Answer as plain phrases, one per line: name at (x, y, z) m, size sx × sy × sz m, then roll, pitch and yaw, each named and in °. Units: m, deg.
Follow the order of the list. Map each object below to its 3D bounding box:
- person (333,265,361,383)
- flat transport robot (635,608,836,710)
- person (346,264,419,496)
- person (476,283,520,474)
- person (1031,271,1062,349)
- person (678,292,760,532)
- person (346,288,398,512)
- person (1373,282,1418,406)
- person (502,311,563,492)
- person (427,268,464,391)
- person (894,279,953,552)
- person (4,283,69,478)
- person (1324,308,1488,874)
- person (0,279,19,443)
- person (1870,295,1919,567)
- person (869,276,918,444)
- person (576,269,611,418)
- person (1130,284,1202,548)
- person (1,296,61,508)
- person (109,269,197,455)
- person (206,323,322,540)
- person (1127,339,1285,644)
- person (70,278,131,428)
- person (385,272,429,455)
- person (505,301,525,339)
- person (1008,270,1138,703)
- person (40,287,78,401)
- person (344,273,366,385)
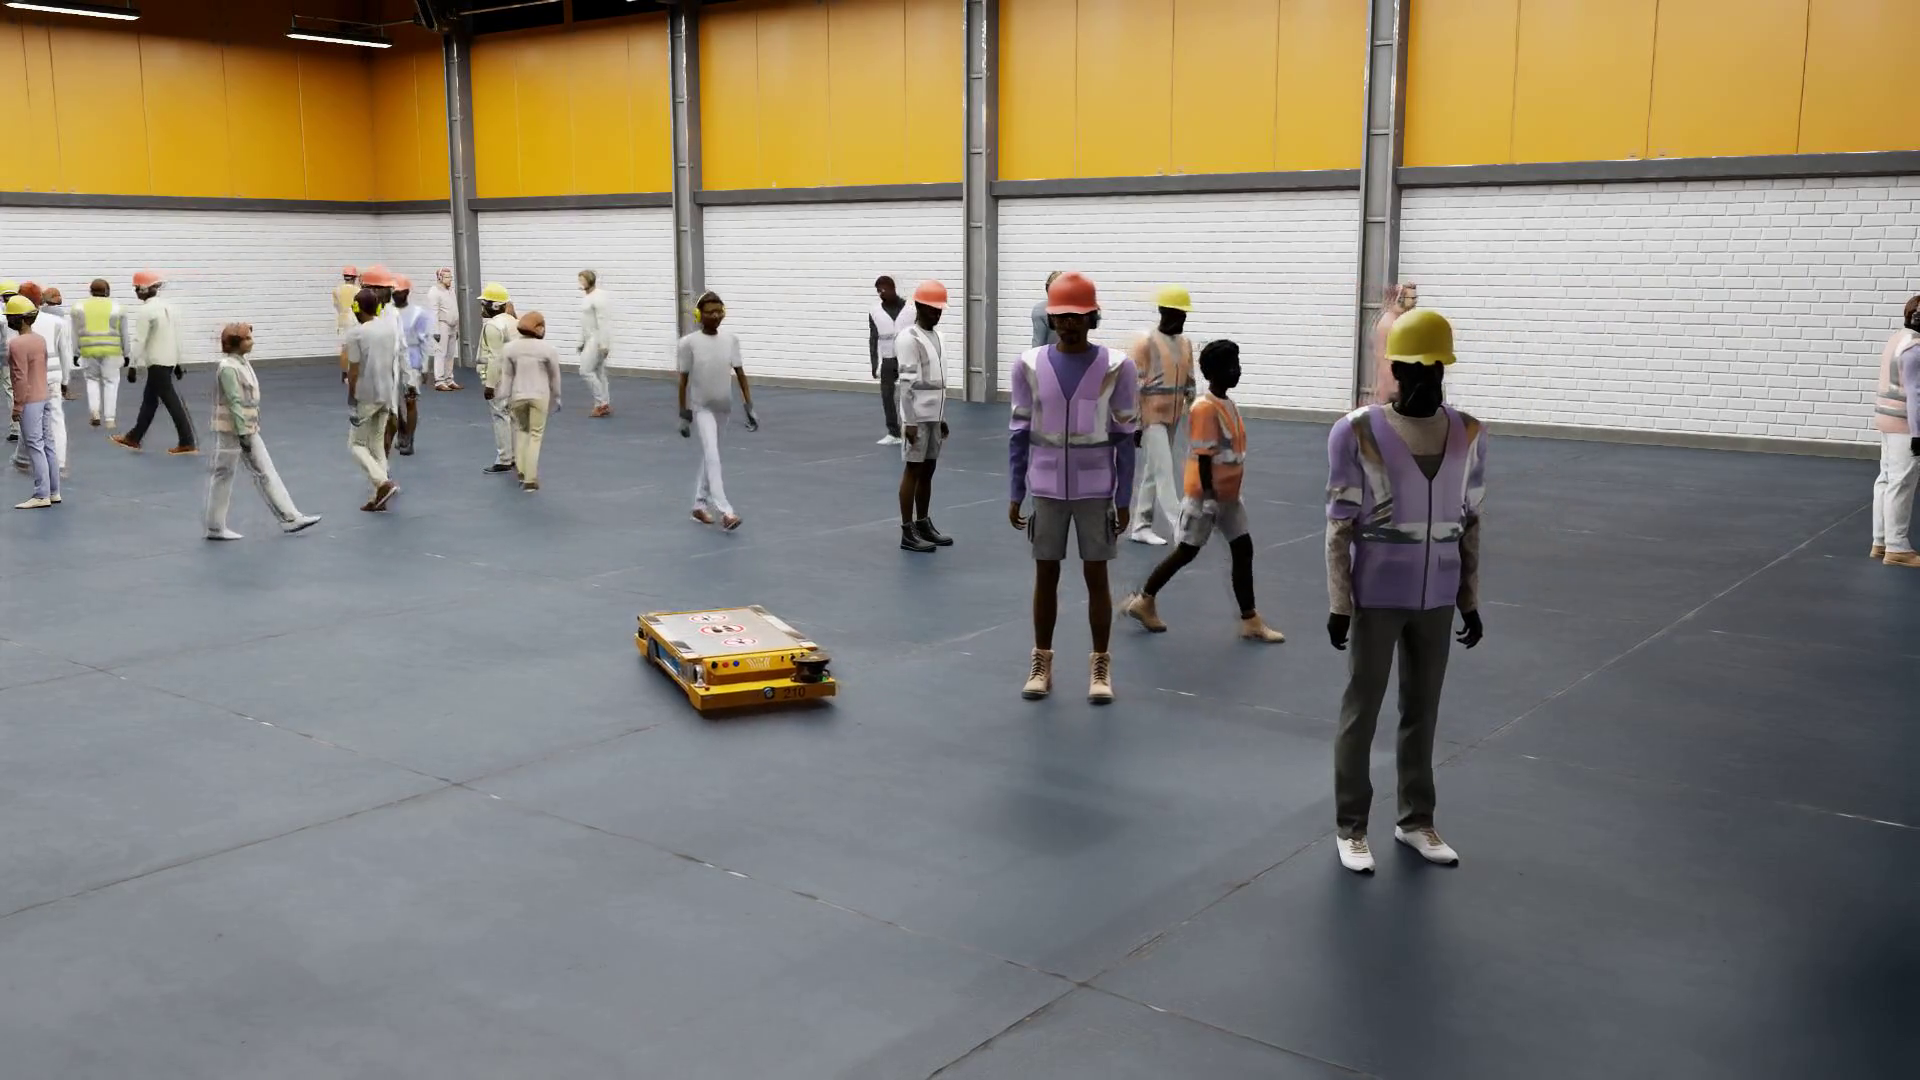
person at (-10.012, -3.547, 27.386) m, size 0.539 × 1.929 × 0.381 m, roll -1°, pitch 10°, yaw -4°
flat transport robot at (-1.157, 0.555, 8.317) m, size 0.652 × 0.197 × 1.431 m, roll -4°, pitch 11°, yaw -23°
person at (-4.993, -1.383, 14.529) m, size 0.609 × 2.024 × 0.607 m, roll 3°, pitch 10°, yaw 15°
person at (-4.447, -1.552, 16.031) m, size 0.403 × 1.837 × 0.586 m, roll 1°, pitch 10°, yaw 5°
person at (0.990, -1.807, 17.224) m, size 0.630 × 1.940 × 0.372 m, roll -6°, pitch 12°, yaw -33°
person at (-1.846, -0.980, 12.759) m, size 0.543 × 1.812 × 0.973 m, roll -7°, pitch 12°, yaw -35°
person at (-4.758, -1.121, 13.525) m, size 0.461 × 1.841 × 0.526 m, roll 6°, pitch 11°, yaw 29°
person at (4.064, -1.466, 15.497) m, size 1.005 × 1.861 × 0.662 m, roll 8°, pitch 12°, yaw 37°
person at (-3.833, -1.245, 14.925) m, size 0.510 × 1.604 × 0.576 m, roll 1°, pitch 10°, yaw 6°
person at (-7.984, -3.265, 25.836) m, size 0.403 × 1.902 × 0.645 m, roll 2°, pitch 10°, yaw 10°
person at (-0.235, -0.886, 11.887) m, size 0.374 × 1.930 × 0.542 m, roll 5°, pitch 11°, yaw 27°
person at (-8.822, -1.526, 15.882) m, size 0.979 × 1.829 × 0.596 m, roll 8°, pitch 13°, yaw 39°
person at (1.534, 0.178, 5.704) m, size 0.597 × 1.927 × 0.374 m, roll -2°, pitch 10°, yaw -14°
person at (-10.583, -2.003, 18.680) m, size 0.404 × 1.829 × 0.591 m, roll 8°, pitch 12°, yaw 38°
person at (6.480, -0.747, 11.347) m, size 0.430 × 1.841 × 0.624 m, roll 3°, pitch 10°, yaw 17°
person at (-0.634, -1.984, 18.452) m, size 0.739 × 1.875 × 0.393 m, roll 1°, pitch 10°, yaw 4°
person at (-4.726, -2.515, 21.403) m, size 0.495 × 1.923 × 0.642 m, roll -4°, pitch 11°, yaw -23°
person at (1.538, -0.858, 11.816) m, size 0.847 × 1.889 × 0.604 m, roll 10°, pitch 14°, yaw 44°
person at (-7.765, -1.147, 13.881) m, size 0.315 × 1.769 × 0.525 m, roll -1°, pitch 10°, yaw -7°
person at (-8.521, -1.847, 17.421) m, size 0.994 × 1.942 × 0.651 m, roll 0°, pitch 10°, yaw -2°
person at (-5.206, -0.793, 12.266) m, size 0.839 × 1.597 × 0.544 m, roll -1°, pitch 10°, yaw -7°
person at (1.339, -0.273, 9.101) m, size 0.865 × 1.663 × 0.533 m, roll 6°, pitch 11°, yaw 30°
person at (-10.428, -2.266, 20.235) m, size 0.643 × 1.822 × 0.496 m, roll -3°, pitch 10°, yaw -19°
person at (-5.851, -1.848, 17.473) m, size 0.554 × 1.925 × 0.415 m, roll 0°, pitch 10°, yaw -3°
person at (-5.180, -1.956, 19.068) m, size 0.508 × 1.601 × 0.805 m, roll -2°, pitch 10°, yaw -10°
person at (0.519, -0.238, 7.813) m, size 0.608 × 2.034 × 0.398 m, roll 2°, pitch 10°, yaw 13°
person at (-13.049, -2.822, 24.018) m, size 0.498 × 1.634 × 0.280 m, roll 5°, pitch 11°, yaw 28°
person at (-9.309, -3.249, 26.017) m, size 0.602 × 1.862 × 0.522 m, roll -3°, pitch 10°, yaw -16°
